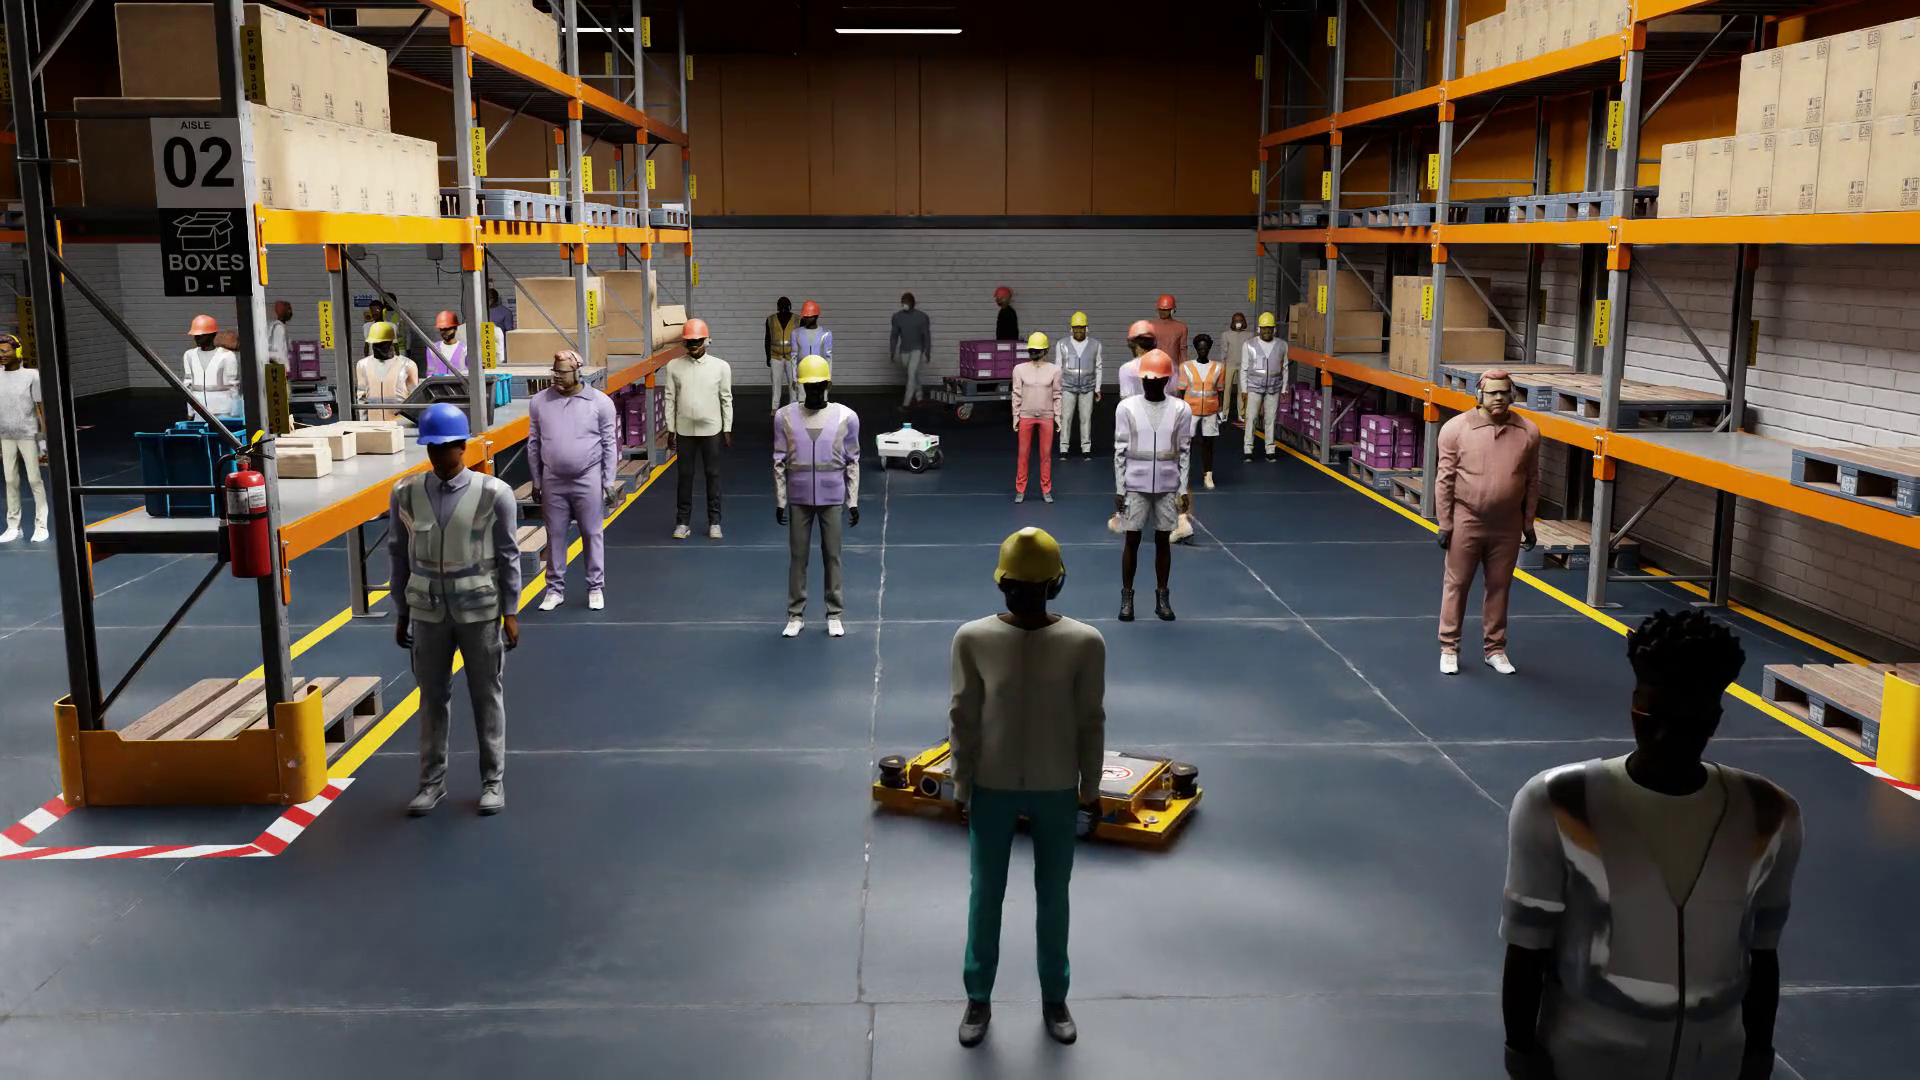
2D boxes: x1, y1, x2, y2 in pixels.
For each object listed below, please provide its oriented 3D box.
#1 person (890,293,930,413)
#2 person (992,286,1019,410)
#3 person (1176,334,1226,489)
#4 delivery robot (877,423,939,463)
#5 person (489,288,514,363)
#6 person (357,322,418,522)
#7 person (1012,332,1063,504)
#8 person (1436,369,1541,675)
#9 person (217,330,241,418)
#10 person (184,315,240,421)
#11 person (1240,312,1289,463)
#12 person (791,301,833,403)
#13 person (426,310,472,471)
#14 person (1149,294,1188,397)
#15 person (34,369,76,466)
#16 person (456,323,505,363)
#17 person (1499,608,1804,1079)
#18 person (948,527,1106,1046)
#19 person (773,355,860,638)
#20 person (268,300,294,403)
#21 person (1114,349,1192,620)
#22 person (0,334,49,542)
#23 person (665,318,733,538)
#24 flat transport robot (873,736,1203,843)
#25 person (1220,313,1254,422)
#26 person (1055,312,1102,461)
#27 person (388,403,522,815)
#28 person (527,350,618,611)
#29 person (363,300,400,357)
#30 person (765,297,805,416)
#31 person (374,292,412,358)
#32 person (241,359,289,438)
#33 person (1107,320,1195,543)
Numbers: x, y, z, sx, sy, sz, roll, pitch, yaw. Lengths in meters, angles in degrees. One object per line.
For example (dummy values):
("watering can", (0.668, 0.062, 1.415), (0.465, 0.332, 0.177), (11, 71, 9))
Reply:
("person", (-0.754, -3.001, 26.512), (0.643, 1.894, 1.007), (5, 11, 24))
("person", (0.726, -3.059, 26.547), (0.480, 1.979, 0.618), (-4, 11, -20))
("person", (2.612, -1.389, 18.040), (0.535, 1.697, 0.322), (0, 10, 0))
("delivery robot", (-0.617, -1.129, 19.515), (0.707, 0.478, 0.477), (5, 11, 25))
("person", (-7.544, -3.110, 26.964), (0.629, 1.937, 0.379), (0, 10, 0))
("person", (-5.482, -1.130, 15.968), (0.588, 1.923, 0.383), (0, 10, 0))
("person", (0.792, -1.248, 17.073), (0.525, 1.765, 0.329), (0, 10, 0))
("person", (3.272, -0.106, 10.313), (0.643, 1.910, 0.400), (0, 10, 0))
("person", (-8.869, -1.731, 20.167), (0.359, 1.616, 0.531), (-9, 14, -41))
("person", (-7.706, -1.345, 17.138), (0.546, 1.934, 0.376), (0, 10, 0))
("person", (3.707, -1.852, 20.239), (0.591, 1.834, 0.404), (0, 10, 0))
("person", (-1.897, -2.096, 21.322), (0.546, 1.934, 0.376), (0, 10, 0))
("person", (-5.544, -1.532, 18.167), (0.546, 1.939, 0.375), (0, 10, 0))
("person", (2.718, -2.262, 22.085), (0.613, 1.991, 0.392), (0, 10, 0))
("person", (-10.858, -1.805, 19.914), (0.417, 1.863, 0.582), (0, 10, 1))
("person", (-6.151, -2.096, 21.319), (0.629, 1.937, 0.379), (0, 10, 0))
("person", (1.418, 1.094, 3.469), (0.608, 1.963, 0.374), (0, 10, 0))
("person", (0.224, 0.821, 5.546), (0.525, 1.765, 0.329), (0, 10, 0))
("person", (-0.972, -0.293, 11.293), (0.588, 1.928, 0.384), (0, 10, 0))
("person", (-9.541, -2.418, 23.301), (0.461, 1.865, 0.624), (-5, 11, -26))
("person", (1.365, -0.382, 11.776), (0.546, 1.934, 0.376), (0, 10, 0))
("person", (-8.418, -0.908, 14.877), (0.521, 1.873, 0.336), (0, 10, 0))
("person", (-2.363, -1.001, 15.049), (0.613, 1.995, 0.390), (0, 10, 0))
("flat transport robot", (0.368, 1.148, 7.882), (1.431, 0.197, 0.652), (5, 11, 24))
("person", (4.132, -2.573, 24.811), (0.500, 1.633, 0.286), (0, 10, 0))
("person", (1.450, -1.874, 20.362), (0.591, 1.834, 0.404), (0, 10, 0))
("person", (-2.357, 0.327, 7.782), (0.605, 1.949, 0.401), (0, 10, 0))
("person", (-2.821, -0.425, 12.102), (0.643, 1.905, 0.400), (0, 10, 0))
("person", (-8.164, -2.453, 23.487), (0.521, 1.873, 0.336), (0, 10, 0))
("person", (-2.689, -2.816, 25.588), (0.624, 1.845, 0.430), (0, 10, 0))
("person", (-9.463, -3.203, 27.747), (0.624, 1.845, 0.430), (0, 10, 0))
("person", (-6.128, -0.762, 14.665), (0.565, 1.645, 0.897), (4, 11, 21))
("person", (1.704, -0.964, 14.911), (0.663, 1.987, 1.063), (-6, 12, -30))
